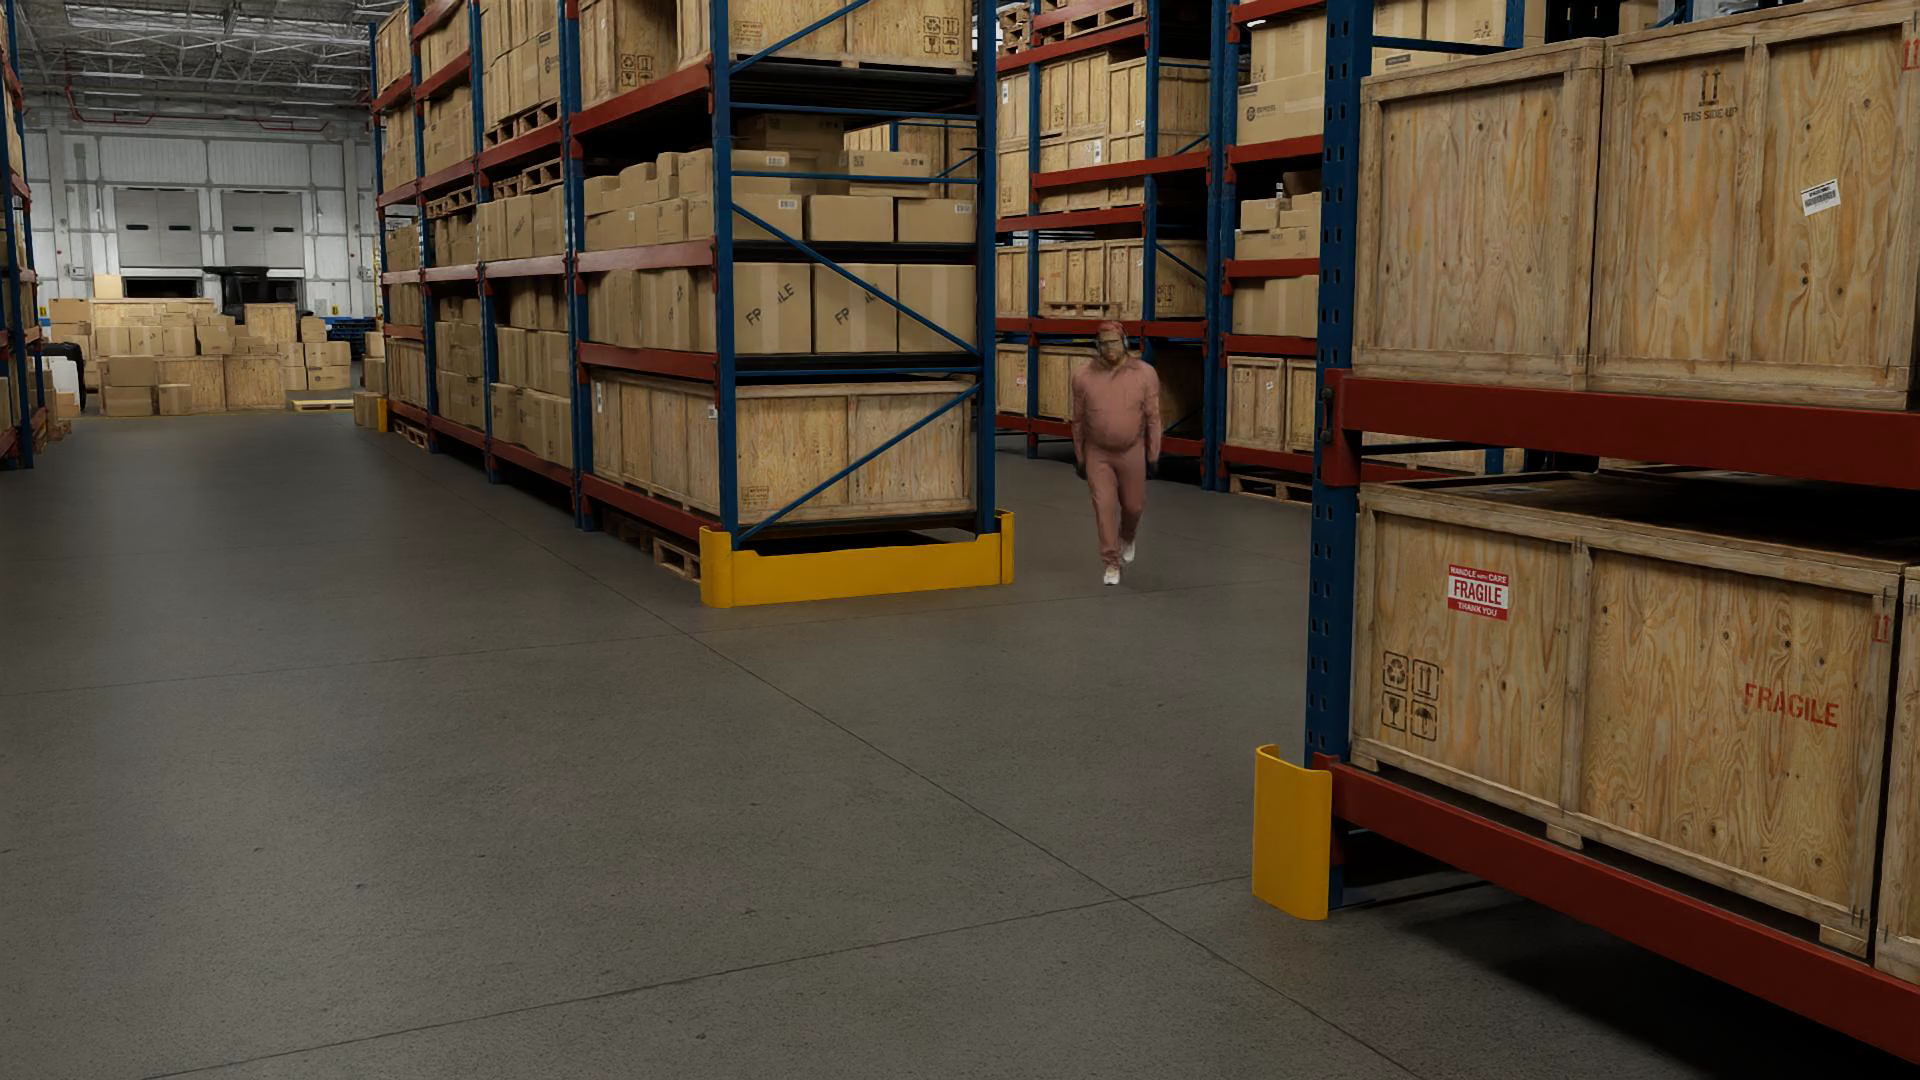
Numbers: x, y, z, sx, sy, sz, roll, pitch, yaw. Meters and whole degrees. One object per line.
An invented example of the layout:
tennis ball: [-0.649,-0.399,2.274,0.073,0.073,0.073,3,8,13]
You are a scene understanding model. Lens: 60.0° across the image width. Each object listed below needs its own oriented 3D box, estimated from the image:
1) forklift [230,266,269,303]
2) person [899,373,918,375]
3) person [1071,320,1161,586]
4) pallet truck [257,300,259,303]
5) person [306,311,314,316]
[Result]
forklift: [-17.661,-5.425,41.501,1.129,2.768,1.873,2,9,14]
person: [-0.585,-1.071,15.531,0.532,1.699,0.318,5,10,30]
person: [1.111,-0.640,11.930,0.649,1.878,0.667,0,8,3]
pallet truck: [-23.913,-7.404,58.171,1.885,1.965,0.823,-1,8,-9]
person: [-19.270,-5.973,49.464,0.890,1.644,0.549,0,8,-1]
